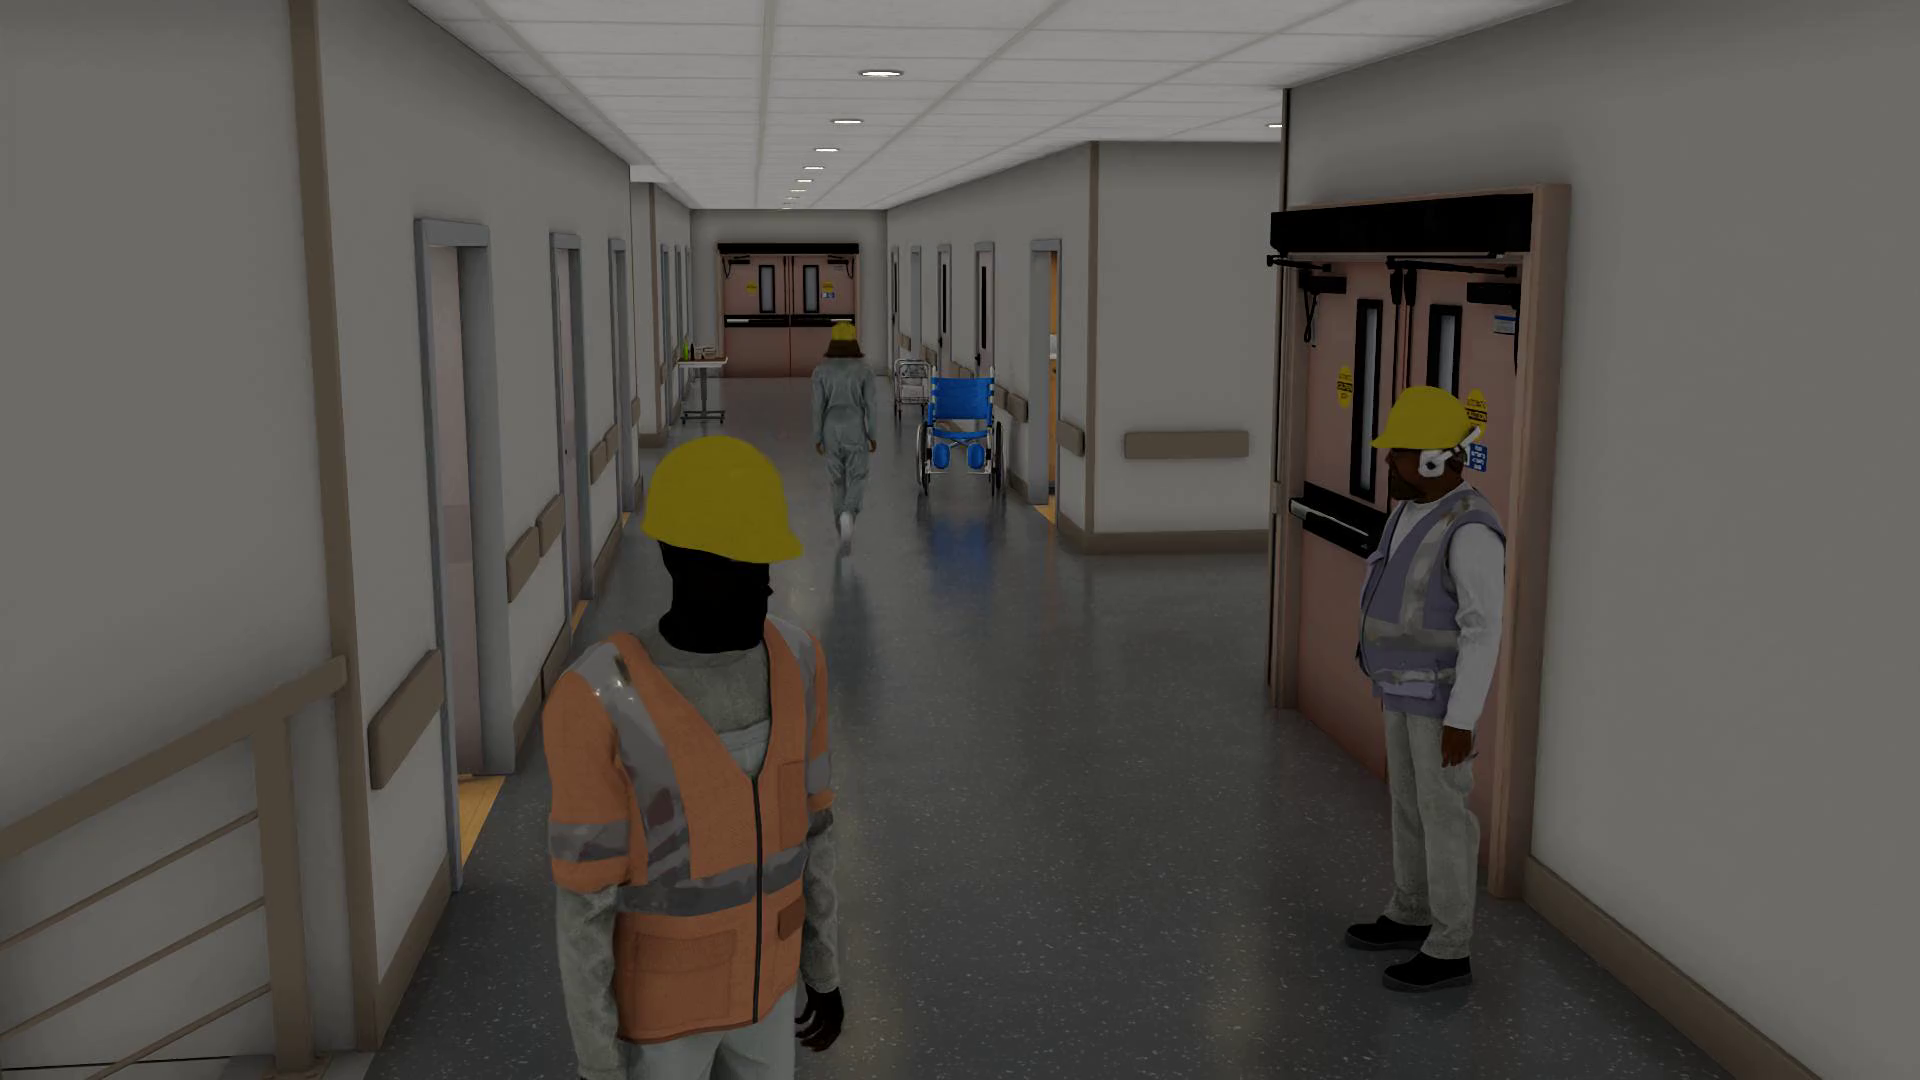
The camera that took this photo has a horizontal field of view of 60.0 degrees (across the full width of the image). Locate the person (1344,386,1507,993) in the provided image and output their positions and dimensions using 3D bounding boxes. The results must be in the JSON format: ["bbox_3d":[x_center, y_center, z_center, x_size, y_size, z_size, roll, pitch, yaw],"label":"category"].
[{"bbox_3d":[1.406,0.447,5.043,0.403,1.828,0.596,-1,10,-6],"label":"person"}]

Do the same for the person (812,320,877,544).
[{"bbox_3d":[-0.881,-0.804,12.617,0.496,1.722,0.650,1,10,4],"label":"person"}]

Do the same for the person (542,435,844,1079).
[{"bbox_3d":[-0.423,0.772,2.897,0.397,1.920,0.586,8,13,40],"label":"person"}]
